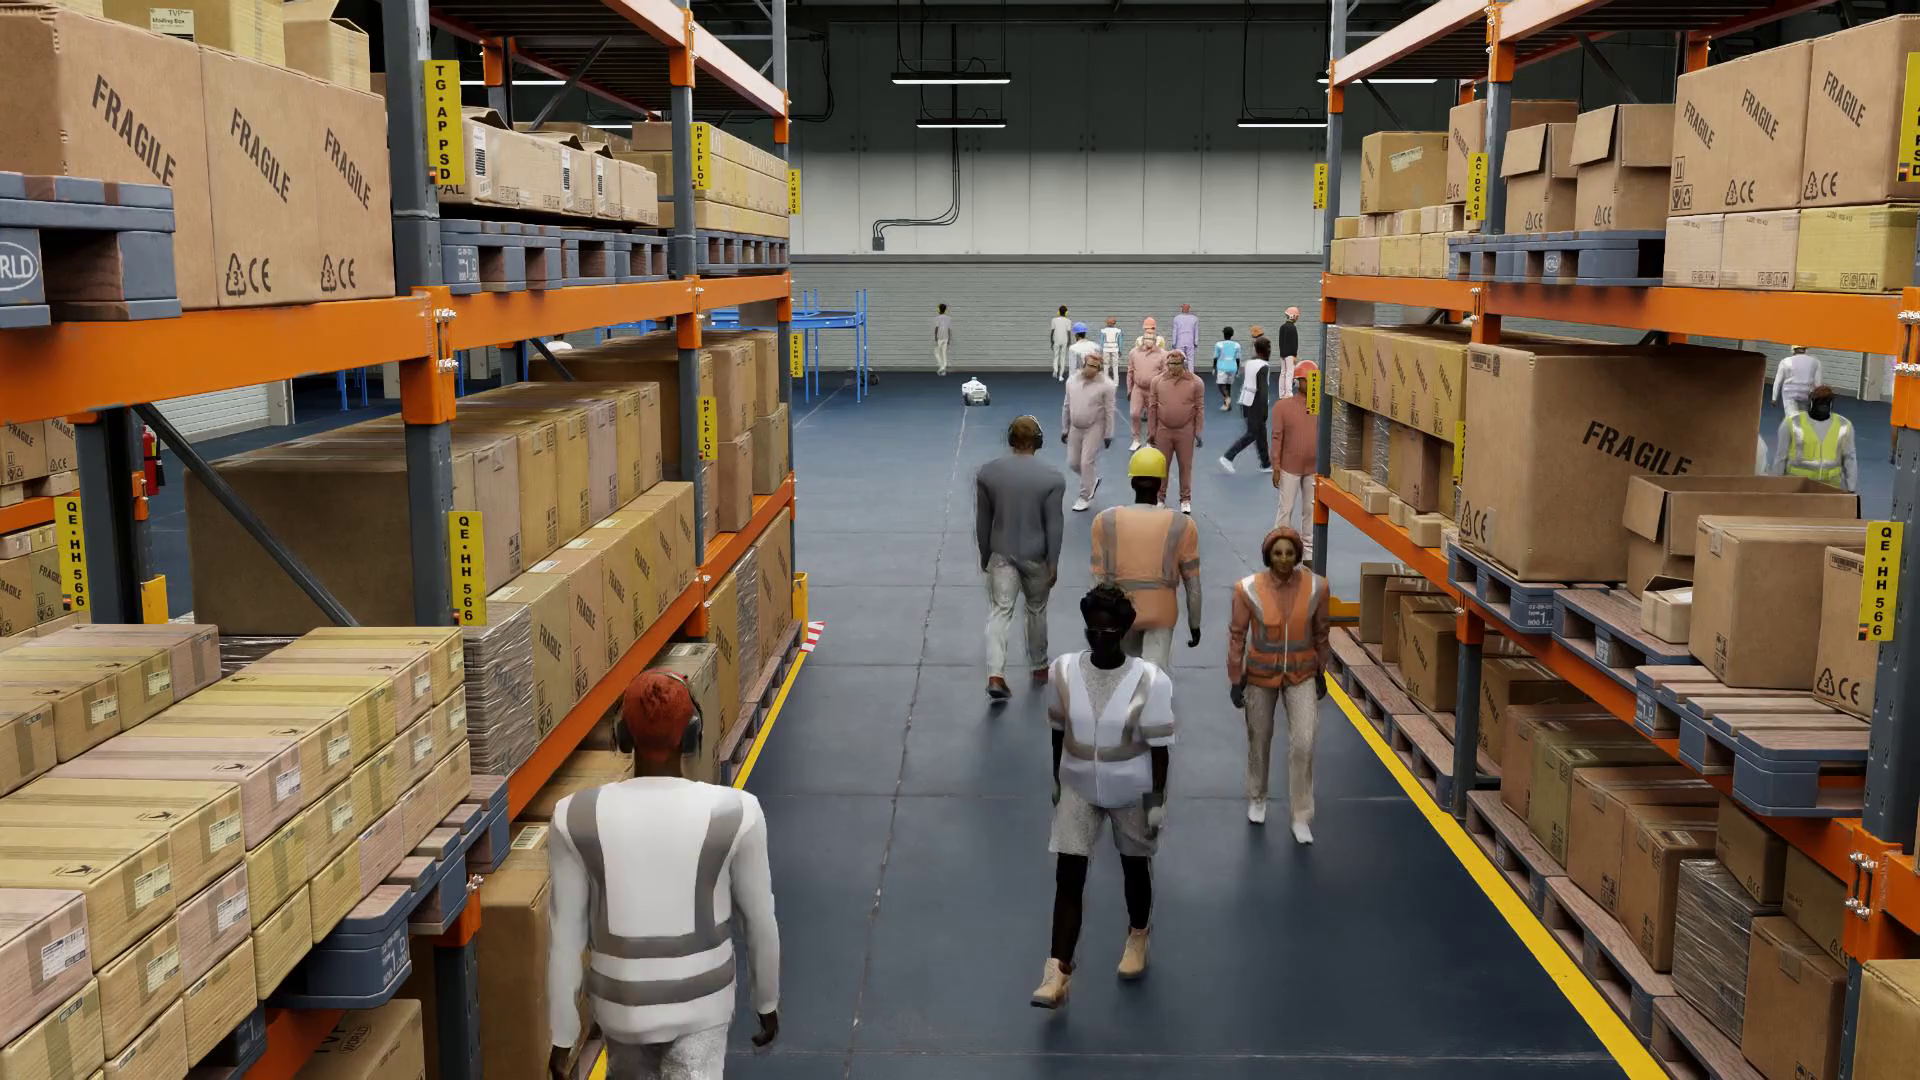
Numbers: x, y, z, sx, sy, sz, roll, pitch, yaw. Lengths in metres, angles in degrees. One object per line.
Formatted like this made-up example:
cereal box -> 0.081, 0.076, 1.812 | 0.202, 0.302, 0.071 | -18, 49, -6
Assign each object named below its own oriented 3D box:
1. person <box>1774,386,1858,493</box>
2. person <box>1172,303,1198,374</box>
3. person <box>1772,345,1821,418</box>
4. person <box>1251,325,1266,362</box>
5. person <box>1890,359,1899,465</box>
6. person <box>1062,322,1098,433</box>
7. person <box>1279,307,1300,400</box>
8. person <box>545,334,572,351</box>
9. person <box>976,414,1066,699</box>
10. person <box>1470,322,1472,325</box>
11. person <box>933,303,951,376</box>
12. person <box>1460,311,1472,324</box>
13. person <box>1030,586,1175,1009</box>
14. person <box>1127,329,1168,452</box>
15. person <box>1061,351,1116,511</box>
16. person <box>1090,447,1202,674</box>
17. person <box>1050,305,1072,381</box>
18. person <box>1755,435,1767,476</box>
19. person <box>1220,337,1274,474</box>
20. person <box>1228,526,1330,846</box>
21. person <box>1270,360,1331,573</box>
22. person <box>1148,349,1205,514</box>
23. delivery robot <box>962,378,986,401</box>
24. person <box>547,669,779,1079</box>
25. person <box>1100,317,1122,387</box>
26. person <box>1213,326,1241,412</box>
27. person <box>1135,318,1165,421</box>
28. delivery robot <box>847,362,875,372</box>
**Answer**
person -> 7.713, -0.483, 14.970 | 0.654, 1.789, 0.945 | 2, 10, 12
person -> 5.506, -4.840, 40.738 | 0.655, 1.906, 0.407 | -1, 10, -5
person -> 12.602, -2.177, 25.130 | 0.623, 1.780, 0.940 | 1, 10, 7
person -> 6.136, -3.587, 34.112 | 0.340, 1.618, 0.521 | 4, 10, 25
person -> 13.593, -1.988, 23.660 | 0.563, 1.900, 0.886 | 0, 9, 0
person -> 2.066, -2.674, 27.720 | 0.623, 1.922, 0.856 | -5, 11, -28
person -> 6.796, -3.801, 34.273 | 0.391, 1.987, 0.608 | -3, 10, -16
person -> -6.582, -2.626, 27.382 | 0.544, 1.939, 0.354 | 2, 10, 14
person -> 0.387, 0.103, 11.187 | 0.646, 1.898, 1.000 | 3, 10, 17
person -> 10.216, -3.494, 33.085 | 0.297, 1.772, 0.533 | -9, 13, -43
person -> -0.474, -5.170, 42.902 | 0.514, 1.850, 0.393 | -6, 11, -30
person -> 11.919, -4.588, 39.479 | 0.666, 1.821, 0.672 | -8, 13, -41
person -> 0.561, 1.000, 6.502 | 0.544, 1.647, 0.865 | 4, 10, 21
person -> 2.860, -2.282, 25.468 | 0.665, 1.884, 0.597 | 3, 10, 15
person -> 1.520, -1.297, 19.607 | 0.659, 1.871, 0.607 | 6, 11, 34
person -> 1.051, 0.412, 9.379 | 0.614, 1.869, 1.004 | 2, 10, 13
person -> 2.478, -4.849, 40.962 | 0.538, 1.845, 0.433 | 2, 10, 11
person -> 5.760, -0.153, 12.603 | 0.657, 1.925, 0.494 | 0, 9, -1
person -> 4.042, -1.859, 22.963 | 0.907, 1.890, 0.594 | -1, 10, -8
person -> 1.609, 0.716, 8.388 | 0.528, 1.592, 0.754 | 0, 9, 1
person -> 3.191, -0.679, 15.541 | 0.610, 1.997, 0.375 | -2, 10, -12
person -> 2.518, -1.263, 19.334 | 0.682, 1.904, 0.398 | 3, 10, 15
delivery robot -> 0.288, -3.094, 34.167 | 0.477, 0.478, 0.707 | -3, 10, -16
person -> -0.791, 1.253, 4.490 | 0.599, 1.831, 1.003 | 0, 9, -1
person -> 3.511, -4.371, 38.727 | 0.525, 1.639, 0.307 | 1, 9, 3
person -> 5.195, -3.311, 32.262 | 0.537, 1.673, 0.718 | -2, 10, -10
person -> 3.514, -3.180, 30.850 | 0.560, 1.896, 0.986 | 4, 10, 22
delivery robot -> -2.348, -4.110, 39.474 | 0.698, 0.223, 0.335 | 6, 11, 30
